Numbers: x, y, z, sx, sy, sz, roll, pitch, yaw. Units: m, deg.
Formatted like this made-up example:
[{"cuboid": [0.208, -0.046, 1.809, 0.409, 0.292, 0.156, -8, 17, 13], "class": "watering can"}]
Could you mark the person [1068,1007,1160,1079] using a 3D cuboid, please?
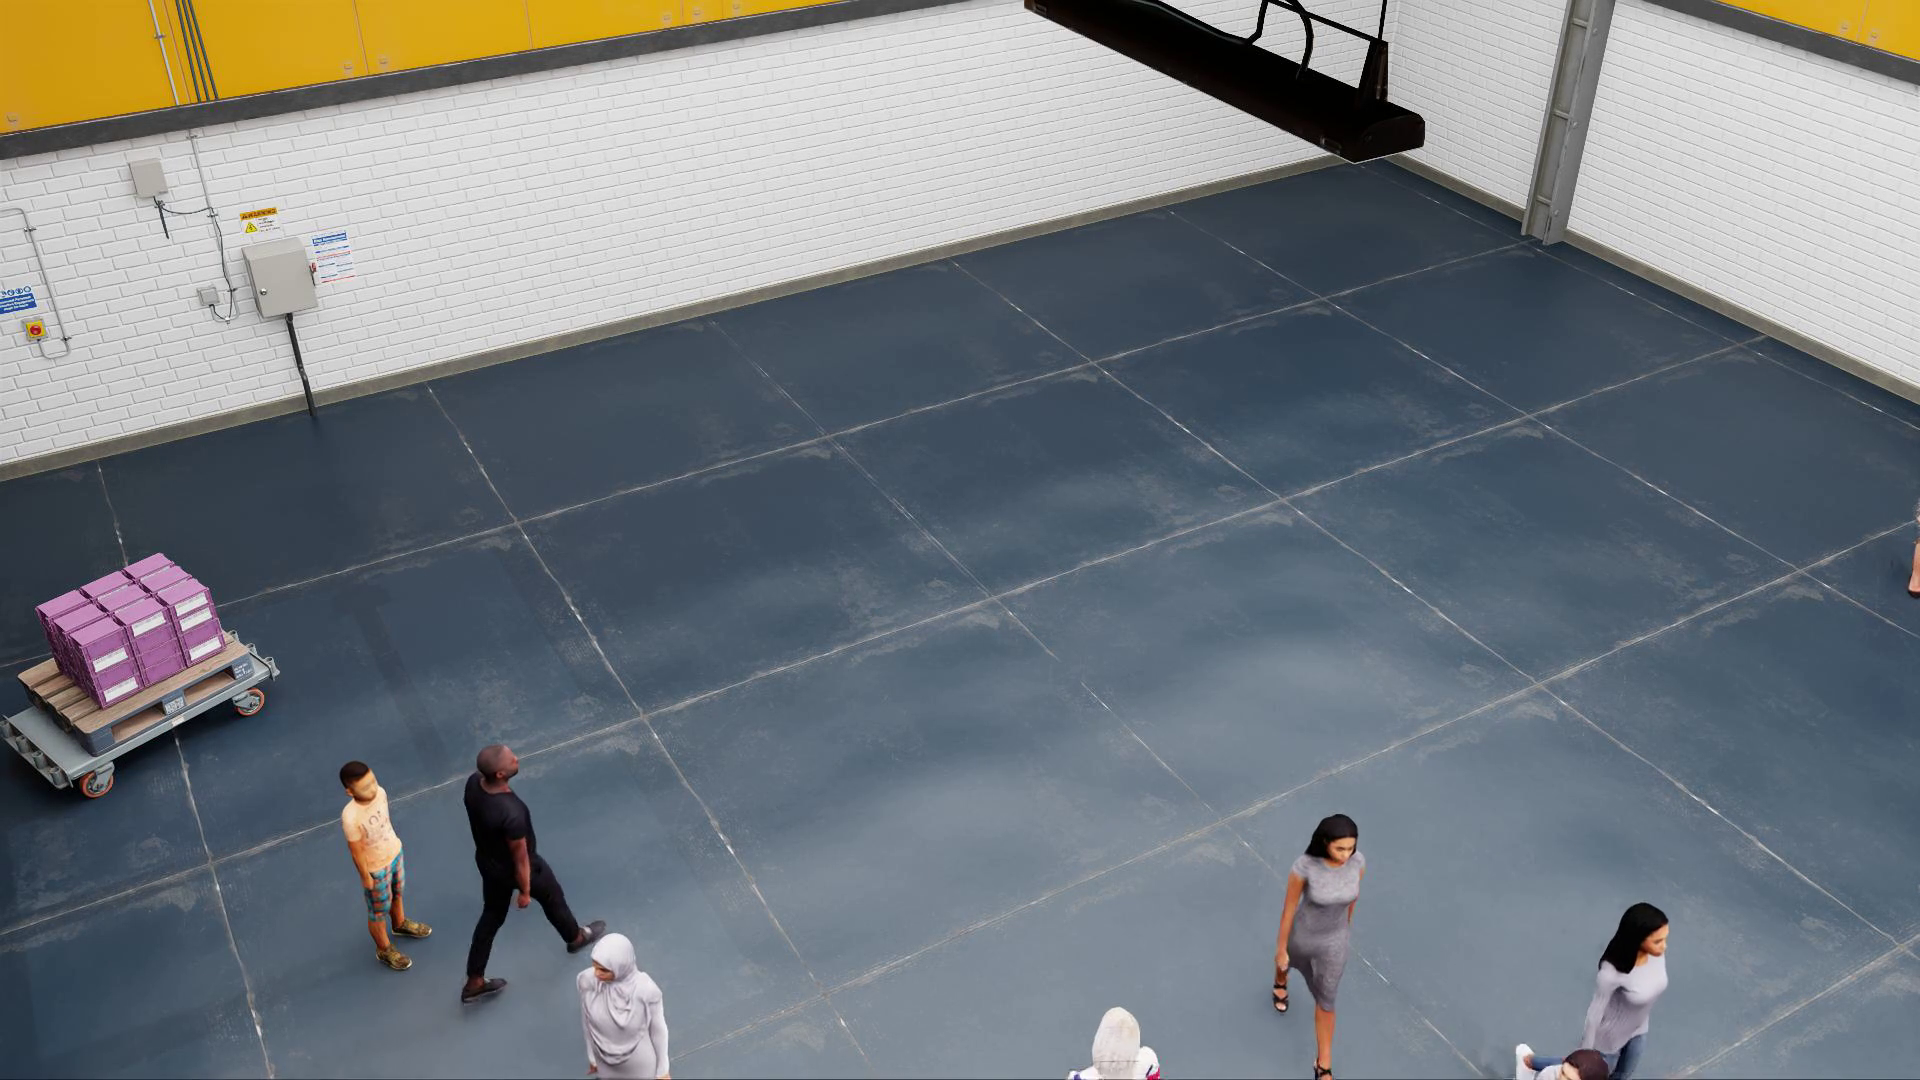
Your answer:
[{"cuboid": [0.731, 2.962, 8.017, 0.699, 1.798, 0.726, -13, 36, -19], "class": "person"}]

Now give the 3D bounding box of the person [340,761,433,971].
[{"cuboid": [-3.477, 1.900, 9.919, 0.659, 1.461, 0.599, 8, 34, 12], "class": "person"}]

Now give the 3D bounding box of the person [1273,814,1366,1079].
[{"cuboid": [1.947, 2.156, 9.300, 0.938, 1.721, 1.229, -3, 34, -4], "class": "person"}]

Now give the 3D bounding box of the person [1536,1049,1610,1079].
[{"cuboid": [2.974, 3.009, 8.138, 0.829, 1.586, 1.007, -10, 35, -15], "class": "person"}]

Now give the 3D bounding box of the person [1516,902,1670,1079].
[{"cuboid": [3.361, 2.518, 8.759, 0.635, 1.716, 0.939, -20, 39, -28], "class": "person"}]

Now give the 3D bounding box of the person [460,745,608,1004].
[{"cuboid": [-2.670, 1.938, 9.580, 1.220, 1.773, 0.973, 28, 42, 35], "class": "person"}]

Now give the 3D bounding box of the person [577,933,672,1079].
[{"cuboid": [-1.688, 2.646, 8.512, 0.685, 1.776, 0.746, 8, 35, 13], "class": "person"}]
